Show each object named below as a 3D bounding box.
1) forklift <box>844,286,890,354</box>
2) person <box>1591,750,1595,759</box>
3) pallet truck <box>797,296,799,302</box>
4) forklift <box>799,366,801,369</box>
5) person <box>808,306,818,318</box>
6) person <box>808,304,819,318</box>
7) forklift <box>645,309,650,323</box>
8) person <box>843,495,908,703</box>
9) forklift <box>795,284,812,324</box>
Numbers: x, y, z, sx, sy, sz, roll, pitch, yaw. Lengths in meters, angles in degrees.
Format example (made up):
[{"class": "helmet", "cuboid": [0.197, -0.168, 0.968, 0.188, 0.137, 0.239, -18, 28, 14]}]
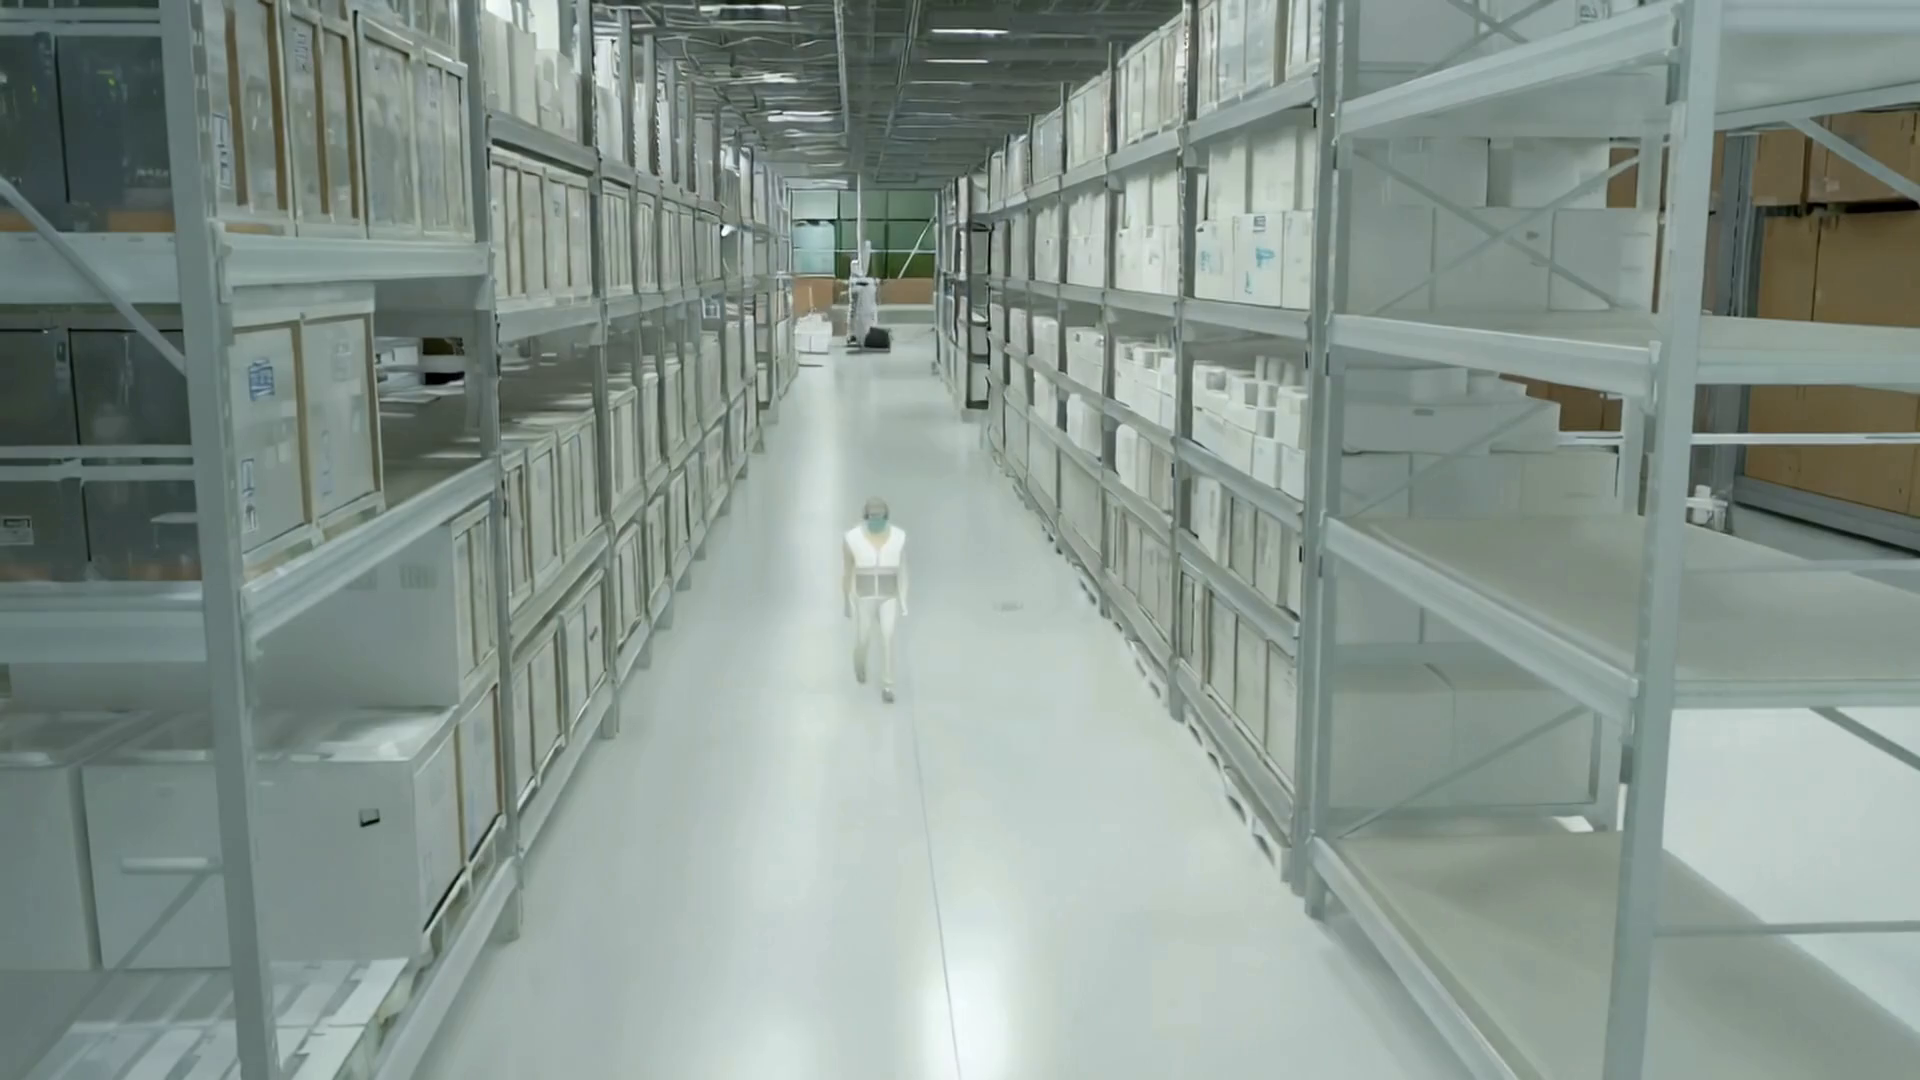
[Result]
[{"class": "forklift", "cuboid": [-3.867, -9.112, 68.900, 1.873, 2.768, 1.129, -1, 10, -3]}, {"class": "person", "cuboid": [4.863, 0.776, 12.574, 0.641, 1.951, 0.939, 0, 10, 0]}, {"class": "pallet truck", "cuboid": [-8.622, -12.439, 91.403, 1.885, 1.965, 0.823, 2, 10, 13]}, {"class": "forklift", "cuboid": [-6.727, -7.405, 58.701, 1.873, 2.768, 1.129, -5, 11, -28]}, {"class": "person", "cuboid": [-6.394, -9.282, 72.775, 0.542, 1.928, 0.399, 9, 13, 43]}, {"class": "person", "cuboid": [-6.731, -9.781, 75.761, 0.651, 1.916, 0.600, -9, 13, -42]}, {"class": "forklift", "cuboid": [-9.759, -6.347, 52.380, 1.873, 2.768, 1.129, -2, 10, -10]}, {"class": "person", "cuboid": [-0.755, 0.491, 14.697, 0.573, 1.829, 0.645, -2, 10, -13]}, {"class": "forklift", "cuboid": [-7.292, -10.484, 77.093, 1.129, 2.768, 1.873, -1, 10, -4]}]
